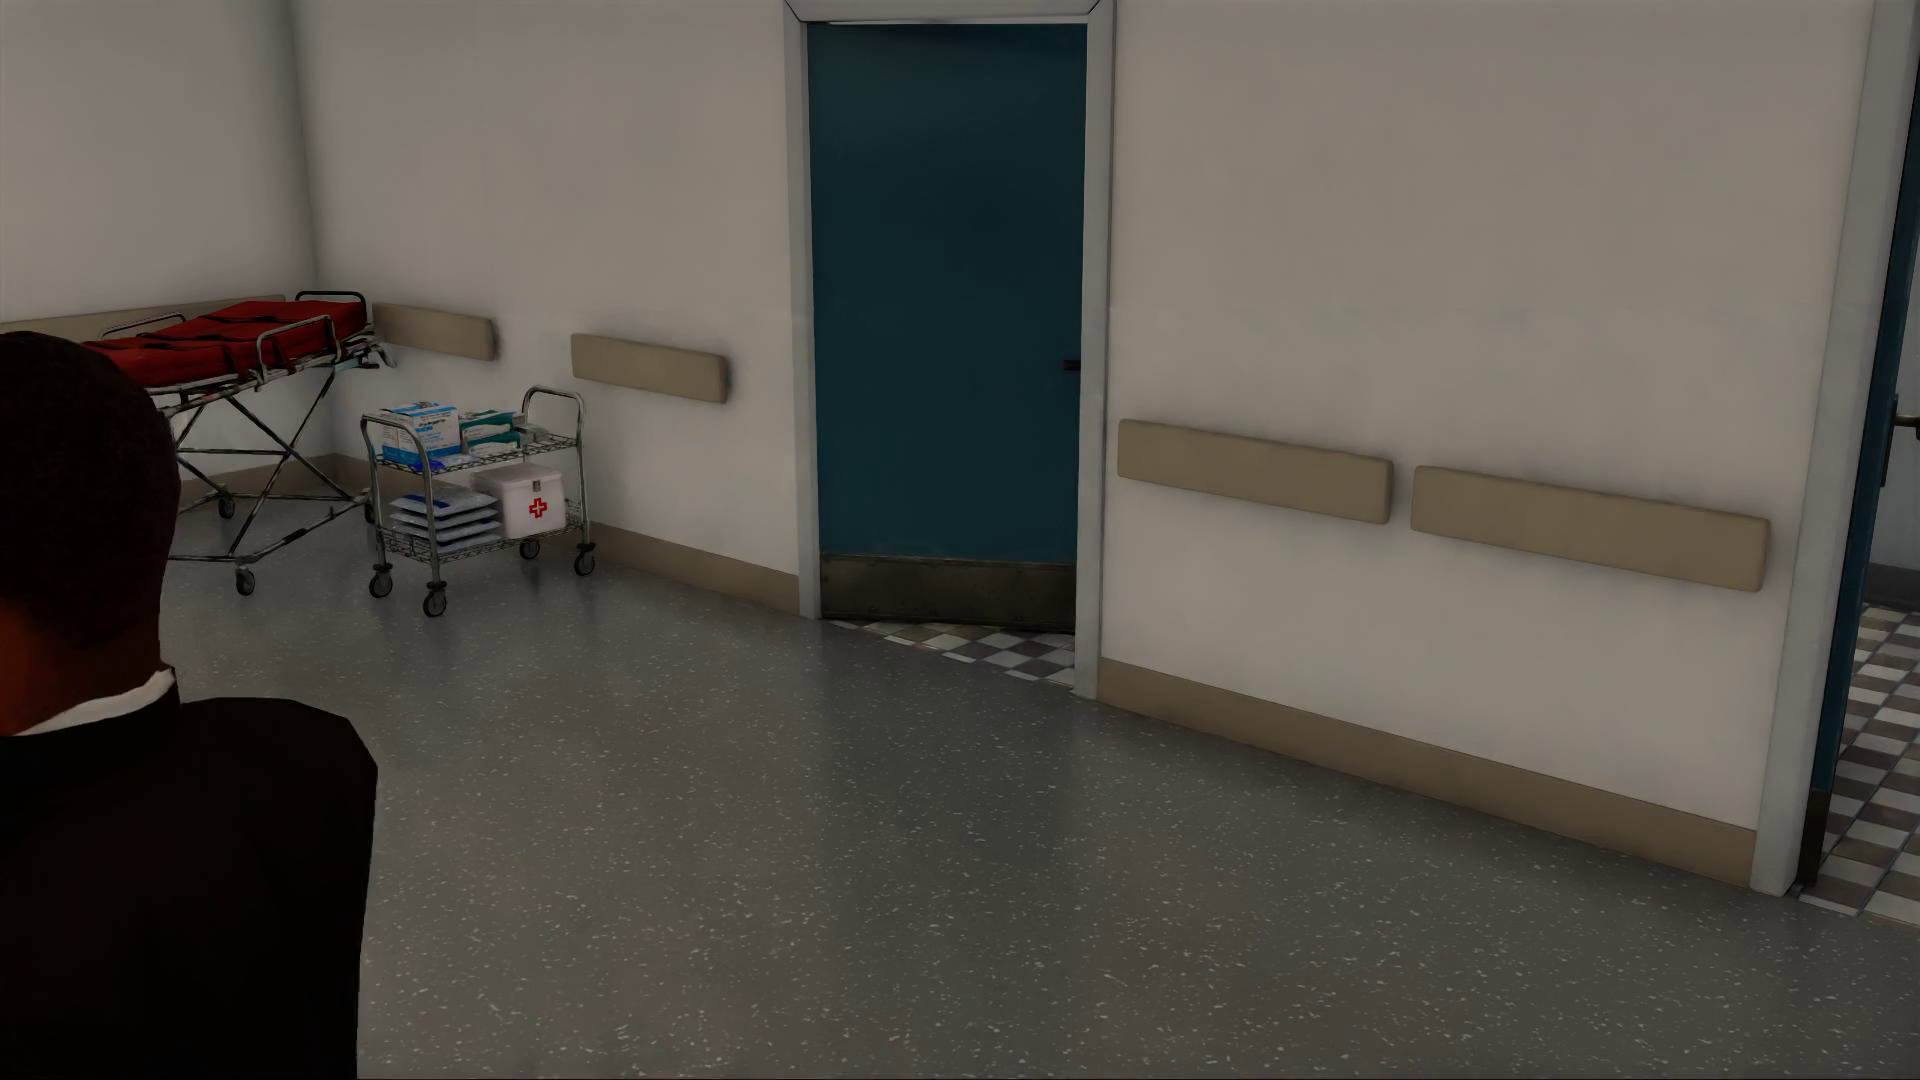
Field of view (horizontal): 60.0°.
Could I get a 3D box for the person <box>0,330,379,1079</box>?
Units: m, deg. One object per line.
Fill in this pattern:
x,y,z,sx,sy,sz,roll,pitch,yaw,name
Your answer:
-0.558,0.786,1.259,0.849,1.904,0.800,0,16,-2,person
